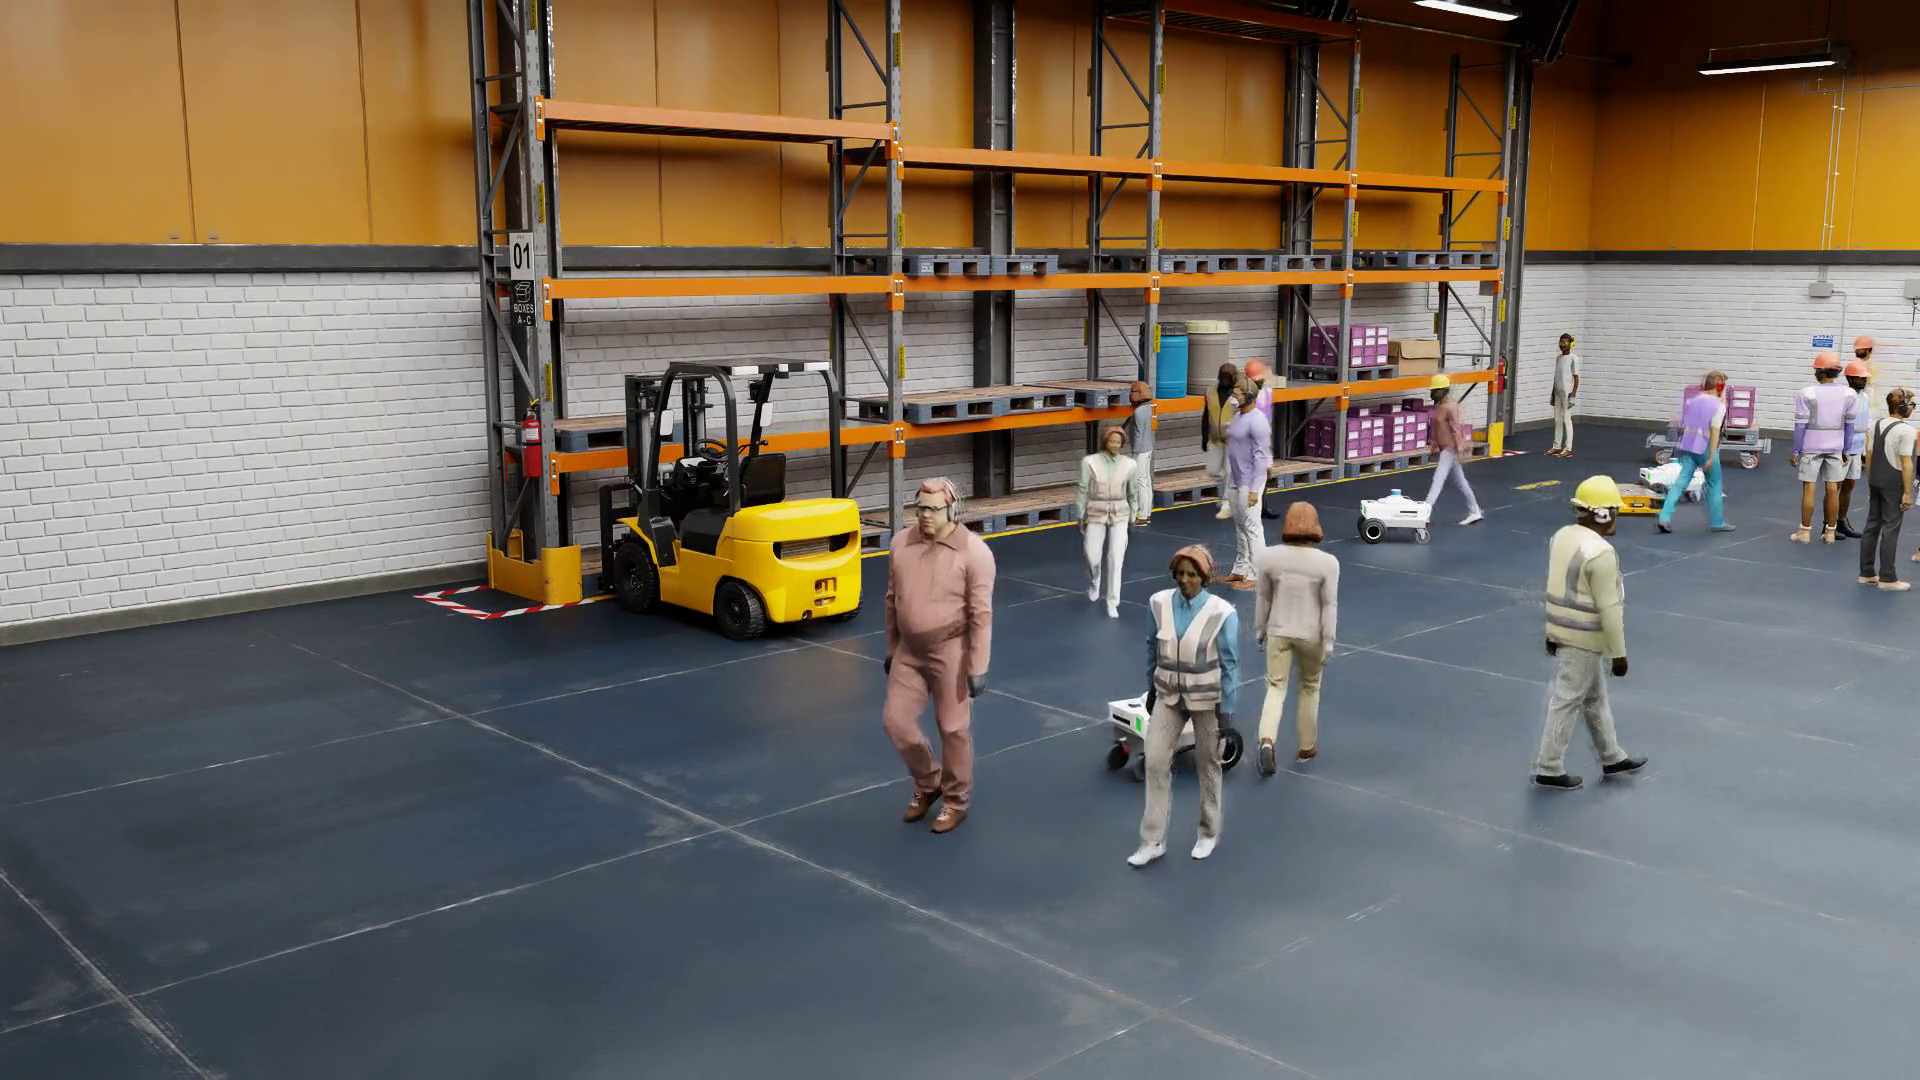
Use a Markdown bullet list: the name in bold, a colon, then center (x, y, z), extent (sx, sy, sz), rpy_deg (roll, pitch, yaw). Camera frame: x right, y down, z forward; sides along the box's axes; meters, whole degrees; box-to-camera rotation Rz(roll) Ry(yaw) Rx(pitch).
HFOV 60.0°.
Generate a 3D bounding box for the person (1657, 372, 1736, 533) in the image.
- **person**: center (8.071, -0.945, 18.175), extent (0.986, 1.793, 0.582), rpy_deg (-3, 10, -18)

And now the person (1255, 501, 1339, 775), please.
- **person**: center (1.958, 0.575, 9.782), extent (0.499, 1.603, 0.724), rpy_deg (4, 11, 23)

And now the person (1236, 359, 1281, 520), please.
- **person**: center (3.383, -1.115, 18.859), extent (0.673, 1.886, 0.449), rpy_deg (-7, 12, -37)

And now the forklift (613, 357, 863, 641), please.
- **forklift**: center (-1.847, -0.414, 13.852), extent (1.214, 2.155, 2.313), rpy_deg (-9, 13, -42)

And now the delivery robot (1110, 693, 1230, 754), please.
- **delivery robot**: center (1.243, 1.045, 9.833), extent (0.707, 0.478, 0.477), rpy_deg (-5, 11, -28)

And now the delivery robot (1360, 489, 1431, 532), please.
- **delivery robot**: center (4.627, -0.295, 17.678), extent (0.707, 0.478, 0.477), rpy_deg (2, 10, 9)

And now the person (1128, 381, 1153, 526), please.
- **person**: center (2.028, -0.975, 18.774), extent (0.279, 1.634, 0.499), rpy_deg (4, 10, 20)

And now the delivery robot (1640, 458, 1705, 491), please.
- **delivery robot**: center (8.746, -0.763, 20.416), extent (0.707, 0.478, 0.477), rpy_deg (1, 10, 5)

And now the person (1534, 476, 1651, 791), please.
- **person**: center (3.656, 0.540, 9.403), extent (0.820, 1.802, 0.621), rpy_deg (0, 10, -2)

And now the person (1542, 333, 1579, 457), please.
- **person**: center (9.130, -2.190, 25.197), extent (0.321, 1.873, 0.532), rpy_deg (-3, 10, -19)

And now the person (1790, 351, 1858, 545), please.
- **person**: center (9.067, -0.963, 17.517), extent (0.607, 2.043, 0.380), rpy_deg (1, 10, 5)

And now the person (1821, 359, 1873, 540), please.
- **person**: center (9.552, -0.970, 17.855), extent (0.543, 1.939, 0.361), rpy_deg (-5, 11, -25)

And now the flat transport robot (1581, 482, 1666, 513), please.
- **flat transport robot**: center (7.992, -0.516, 20.075), extent (0.652, 0.197, 1.431), rpy_deg (1, 10, 6)

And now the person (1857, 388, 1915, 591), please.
- **person**: center (8.468, -0.461, 15.153), extent (0.344, 1.845, 0.506), rpy_deg (-2, 10, -9)

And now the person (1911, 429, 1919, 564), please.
- **person**: center (9.647, -0.590, 16.334), extent (0.534, 1.699, 0.318), rpy_deg (2, 10, 13)

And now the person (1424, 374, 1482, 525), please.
- **person**: center (5.457, -0.997, 18.670), extent (0.971, 1.711, 0.558), rpy_deg (0, 10, 2)

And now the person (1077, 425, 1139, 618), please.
- **person**: center (1.250, -0.174, 14.106), extent (0.529, 1.622, 0.512), rpy_deg (0, 10, 1)

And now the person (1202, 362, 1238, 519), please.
- **person**: center (3.134, -1.166, 19.364), extent (0.644, 1.822, 0.561), rpy_deg (7, 12, 34)

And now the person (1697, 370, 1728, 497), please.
- **person**: center (9.456, -1.372, 21.182), extent (0.545, 1.605, 0.720), rpy_deg (-6, 12, -33)

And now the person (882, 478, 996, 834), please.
- **person**: center (-0.140, 0.608, 8.748), extent (0.679, 1.889, 0.438), rpy_deg (6, 11, 31)

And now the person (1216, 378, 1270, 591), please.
- **person**: center (2.600, -0.505, 15.133), extent (0.374, 1.940, 0.627), rpy_deg (-2, 10, -9)

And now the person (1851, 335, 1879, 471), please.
- **person**: center (12.707, -1.928, 23.503), extent (0.401, 1.923, 0.577), rpy_deg (1, 10, 5)

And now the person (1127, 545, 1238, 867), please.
- **person**: center (1.088, 0.834, 8.233), extent (0.549, 1.613, 0.677), rpy_deg (7, 12, 35)
